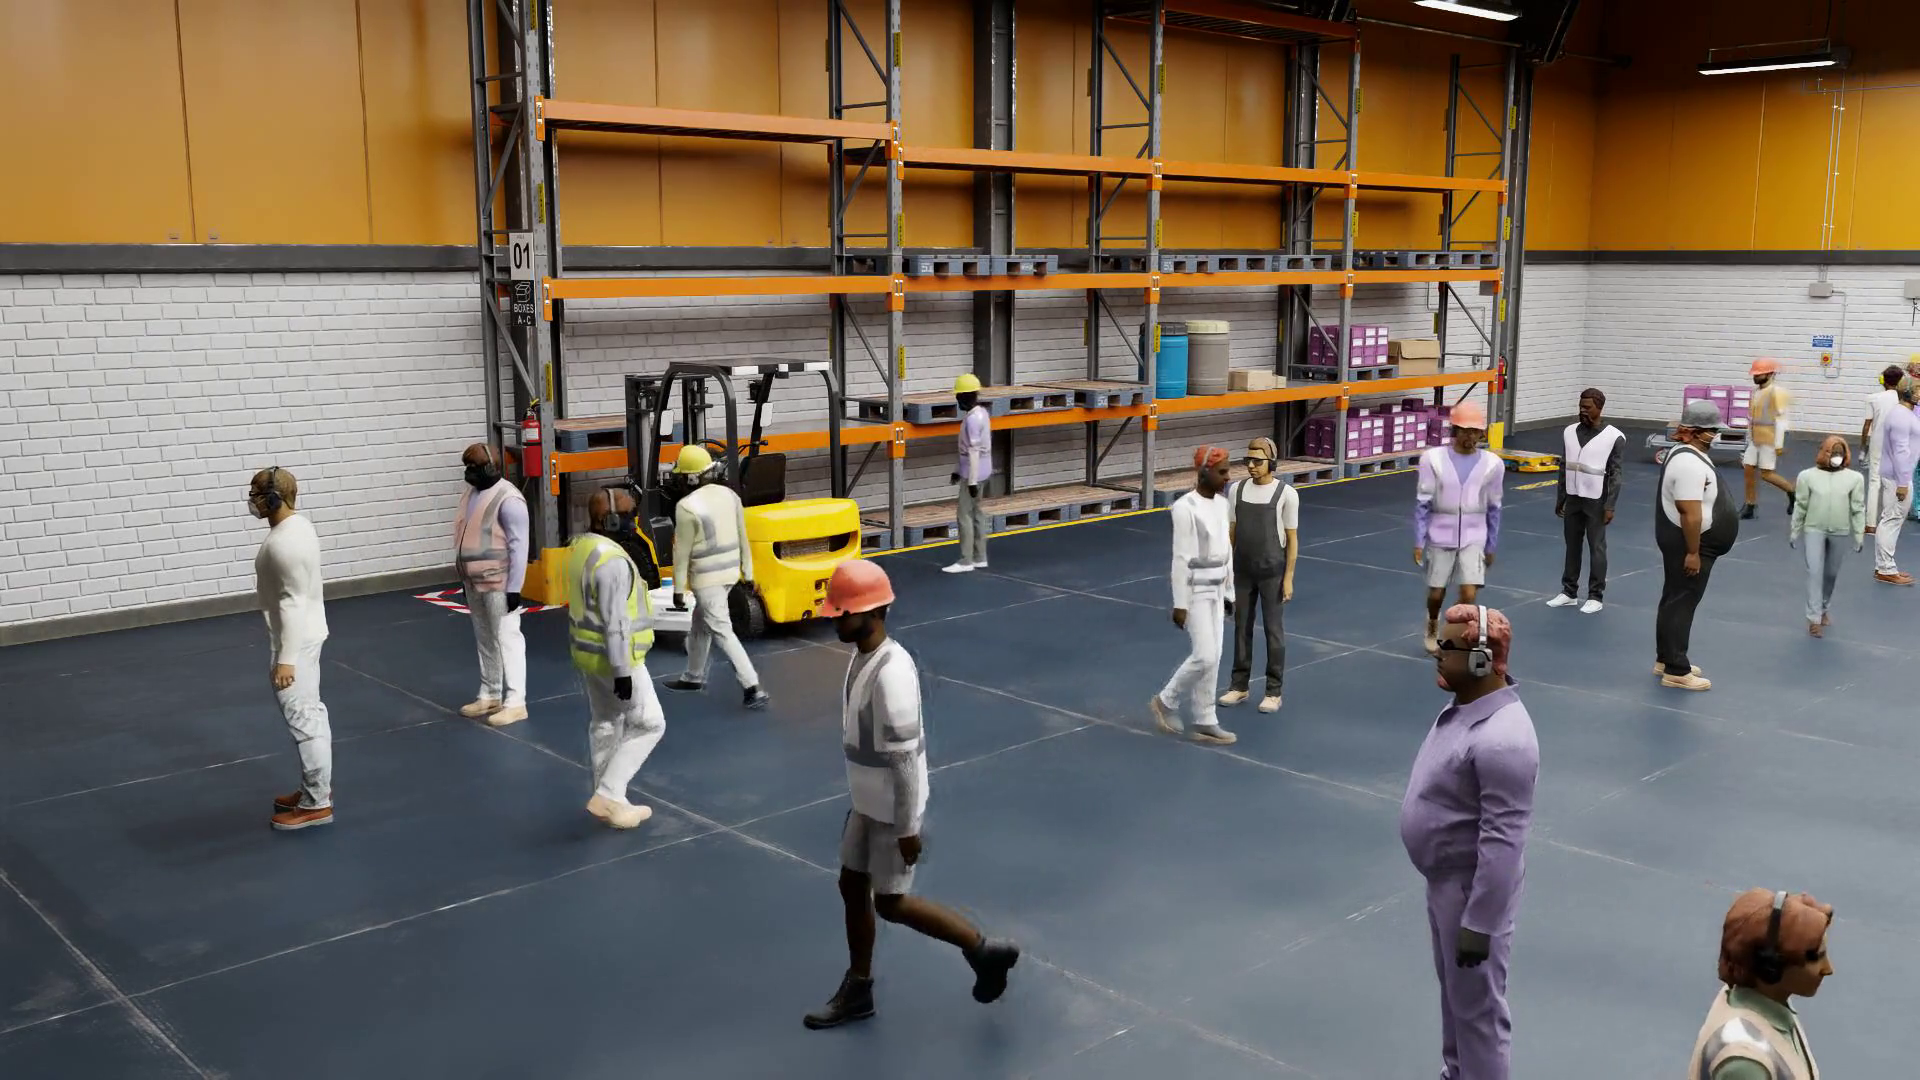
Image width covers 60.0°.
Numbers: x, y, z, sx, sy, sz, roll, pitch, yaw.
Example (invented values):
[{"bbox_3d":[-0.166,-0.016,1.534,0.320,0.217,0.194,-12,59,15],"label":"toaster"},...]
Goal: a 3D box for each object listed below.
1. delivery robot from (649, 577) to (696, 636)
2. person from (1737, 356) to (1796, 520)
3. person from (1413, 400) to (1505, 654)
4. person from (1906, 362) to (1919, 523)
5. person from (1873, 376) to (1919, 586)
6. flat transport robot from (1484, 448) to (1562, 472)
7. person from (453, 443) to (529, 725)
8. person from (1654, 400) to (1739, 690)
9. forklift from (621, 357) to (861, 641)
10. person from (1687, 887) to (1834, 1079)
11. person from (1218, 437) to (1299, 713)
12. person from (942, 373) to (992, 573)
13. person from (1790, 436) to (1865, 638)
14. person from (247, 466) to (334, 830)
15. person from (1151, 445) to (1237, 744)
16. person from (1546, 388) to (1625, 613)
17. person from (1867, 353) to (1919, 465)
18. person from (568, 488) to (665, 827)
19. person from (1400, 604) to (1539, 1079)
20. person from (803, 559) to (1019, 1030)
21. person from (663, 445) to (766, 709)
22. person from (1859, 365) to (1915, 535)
[{"bbox_3d":[-2.243,0.530,12.848,0.707,0.478,0.477,2,10,10],"label":"delivery robot"},{"bbox_3d":[9.308,-1.162,19.081,0.703,1.909,0.581,-1,10,-6],"label":"person"},{"bbox_3d":[3.617,-0.027,12.125,0.620,2.018,0.831,2,10,11],"label":"person"},{"bbox_3d":[10.927,-1.120,19.063,0.607,1.818,0.561,0,10,-2],"label":"person"},{"bbox_3d":[8.717,-0.553,15.416,0.372,1.940,0.631,5,11,26],"label":"person"},{"bbox_3d":[7.874,-1.157,23.826,0.652,0.197,1.431,-7,12,-34],"label":"flat transport robot"},{"bbox_3d":[-3.060,0.280,10.831,0.633,1.839,0.429,9,13,42],"label":"person"},{"bbox_3d":[5.205,0.019,11.769,0.537,2.000,0.689,3,10,16],"label":"person"},{"bbox_3d":[-1.847,-0.414,13.852,1.214,2.155,2.313,-9,13,-42],"label":"forklift"},{"bbox_3d":[1.783,1.581,3.803,0.311,1.638,0.522,5,11,28],"label":"person"},{"bbox_3d":[1.991,0.228,11.114,0.513,1.845,0.336,7,12,34],"label":"person"},{"bbox_3d":[0.083,-0.644,16.001,0.438,1.918,0.606,2,10,9],"label":"person"},{"bbox_3d":[7.027,-0.047,13.463,0.518,1.596,0.774,2,10,14],"label":"person"},{"bbox_3d":[-3.556,0.566,8.865,0.355,1.937,0.635,-3,10,-16],"label":"person"},{"bbox_3d":[1.507,0.344,10.335,0.441,1.877,0.604,7,12,37],"label":"person"},{"bbox_3d":[5.378,-0.343,14.246,0.392,1.920,0.592,-7,12,-34],"label":"person"},{"bbox_3d":[13.376,-1.812,23.524,0.942,1.690,0.491,3,10,16],"label":"person"},{"bbox_3d":[-1.822,0.633,8.778,0.448,1.832,0.651,-5,11,-27],"label":"person"},{"bbox_3d":[1.664,1.151,5.529,0.406,1.910,0.639,1,10,7],"label":"person"},{"bbox_3d":[-0.210,0.991,6.493,0.749,1.906,0.583,-3,10,-17],"label":"person"},{"bbox_3d":[-1.638,0.240,11.269,0.930,1.783,0.597,5,11,27],"label":"person"},{"bbox_3d":[10.100,-0.976,18.146,0.516,1.860,0.348,3,10,16],"label":"person"}]
